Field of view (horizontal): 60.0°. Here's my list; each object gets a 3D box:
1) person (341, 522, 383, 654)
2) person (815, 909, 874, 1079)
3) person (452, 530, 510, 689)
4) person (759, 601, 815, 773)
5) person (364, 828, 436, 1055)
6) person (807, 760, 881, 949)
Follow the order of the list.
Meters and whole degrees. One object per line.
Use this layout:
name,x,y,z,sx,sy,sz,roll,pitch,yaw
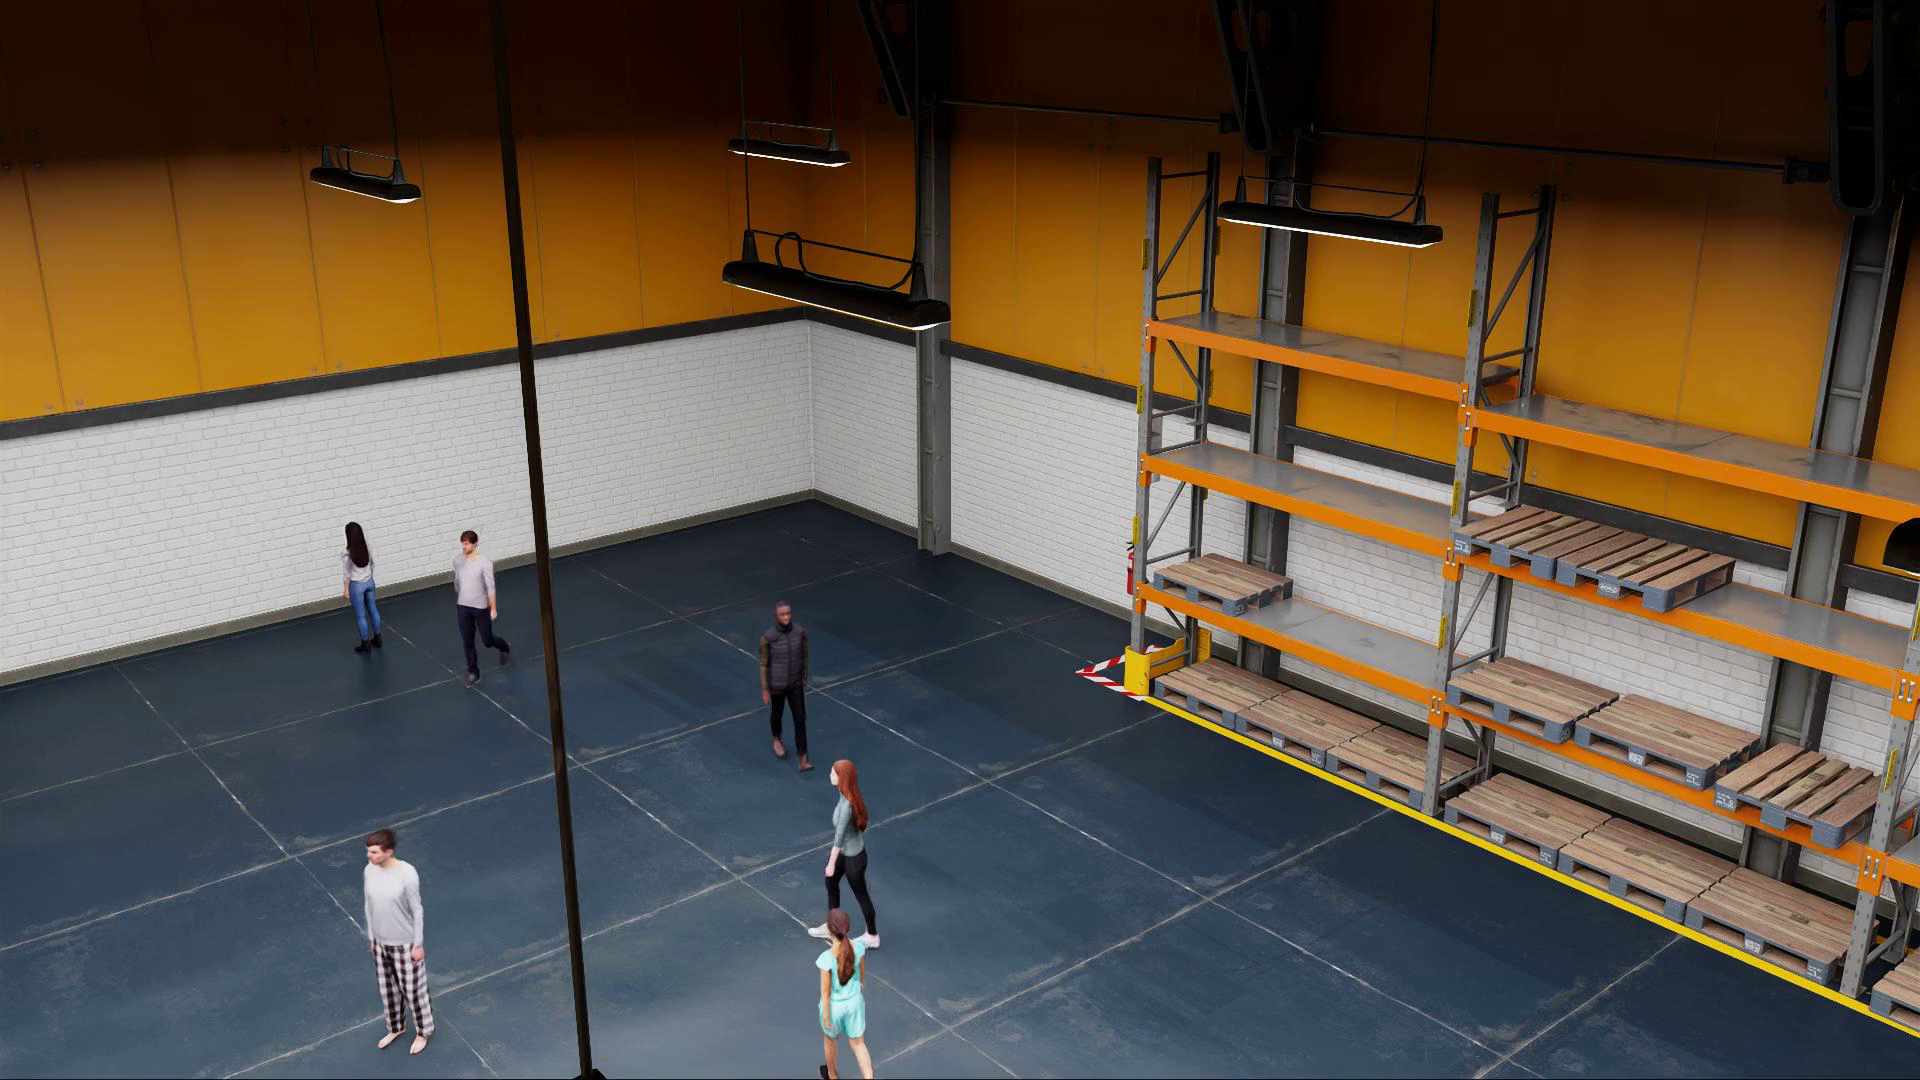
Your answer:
person,-7.212,0.556,20.056,0.639,1.633,0.669,10,21,27
person,-0.798,3.358,11.885,0.692,1.538,1.028,-10,21,-27
person,-5.540,0.752,19.179,1.068,1.822,1.054,5,19,16
person,-1.829,1.469,17.114,0.932,1.781,1.275,-8,20,-23
person,-4.234,2.984,12.514,0.660,1.846,0.770,6,20,17
person,-0.819,2.632,13.754,0.920,1.722,0.885,0,19,-1
